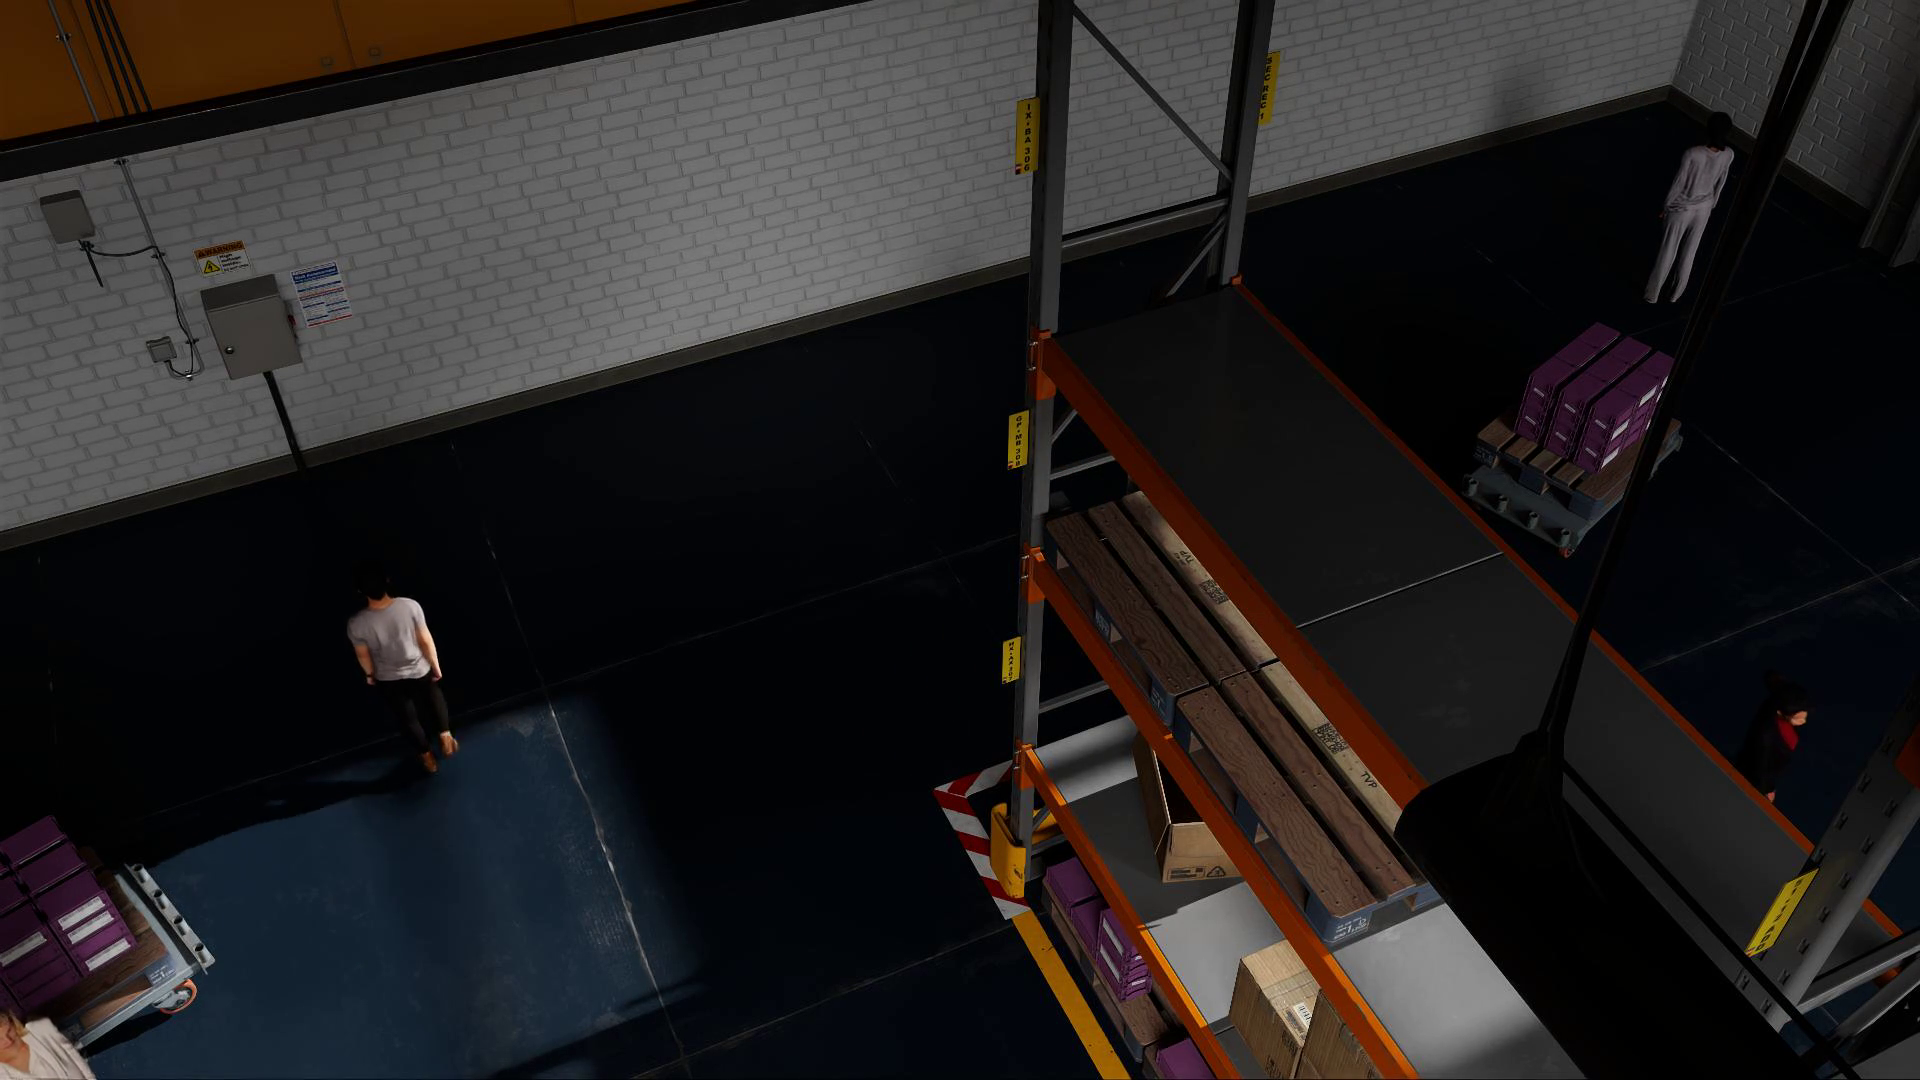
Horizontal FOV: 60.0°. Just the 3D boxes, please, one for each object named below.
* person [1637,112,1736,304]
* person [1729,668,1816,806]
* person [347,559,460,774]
[{"bbox_3d":[6.056,-2.741,13.794,0.665,1.774,0.663,-1,44,-1],"label":"person"},{"bbox_3d":[4.441,1.347,9.626,1.026,1.605,0.819,31,51,28],"label":"person"},{"bbox_3d":[-3.376,0.825,10.096,0.607,1.713,0.618,-19,47,-19],"label":"person"}]
